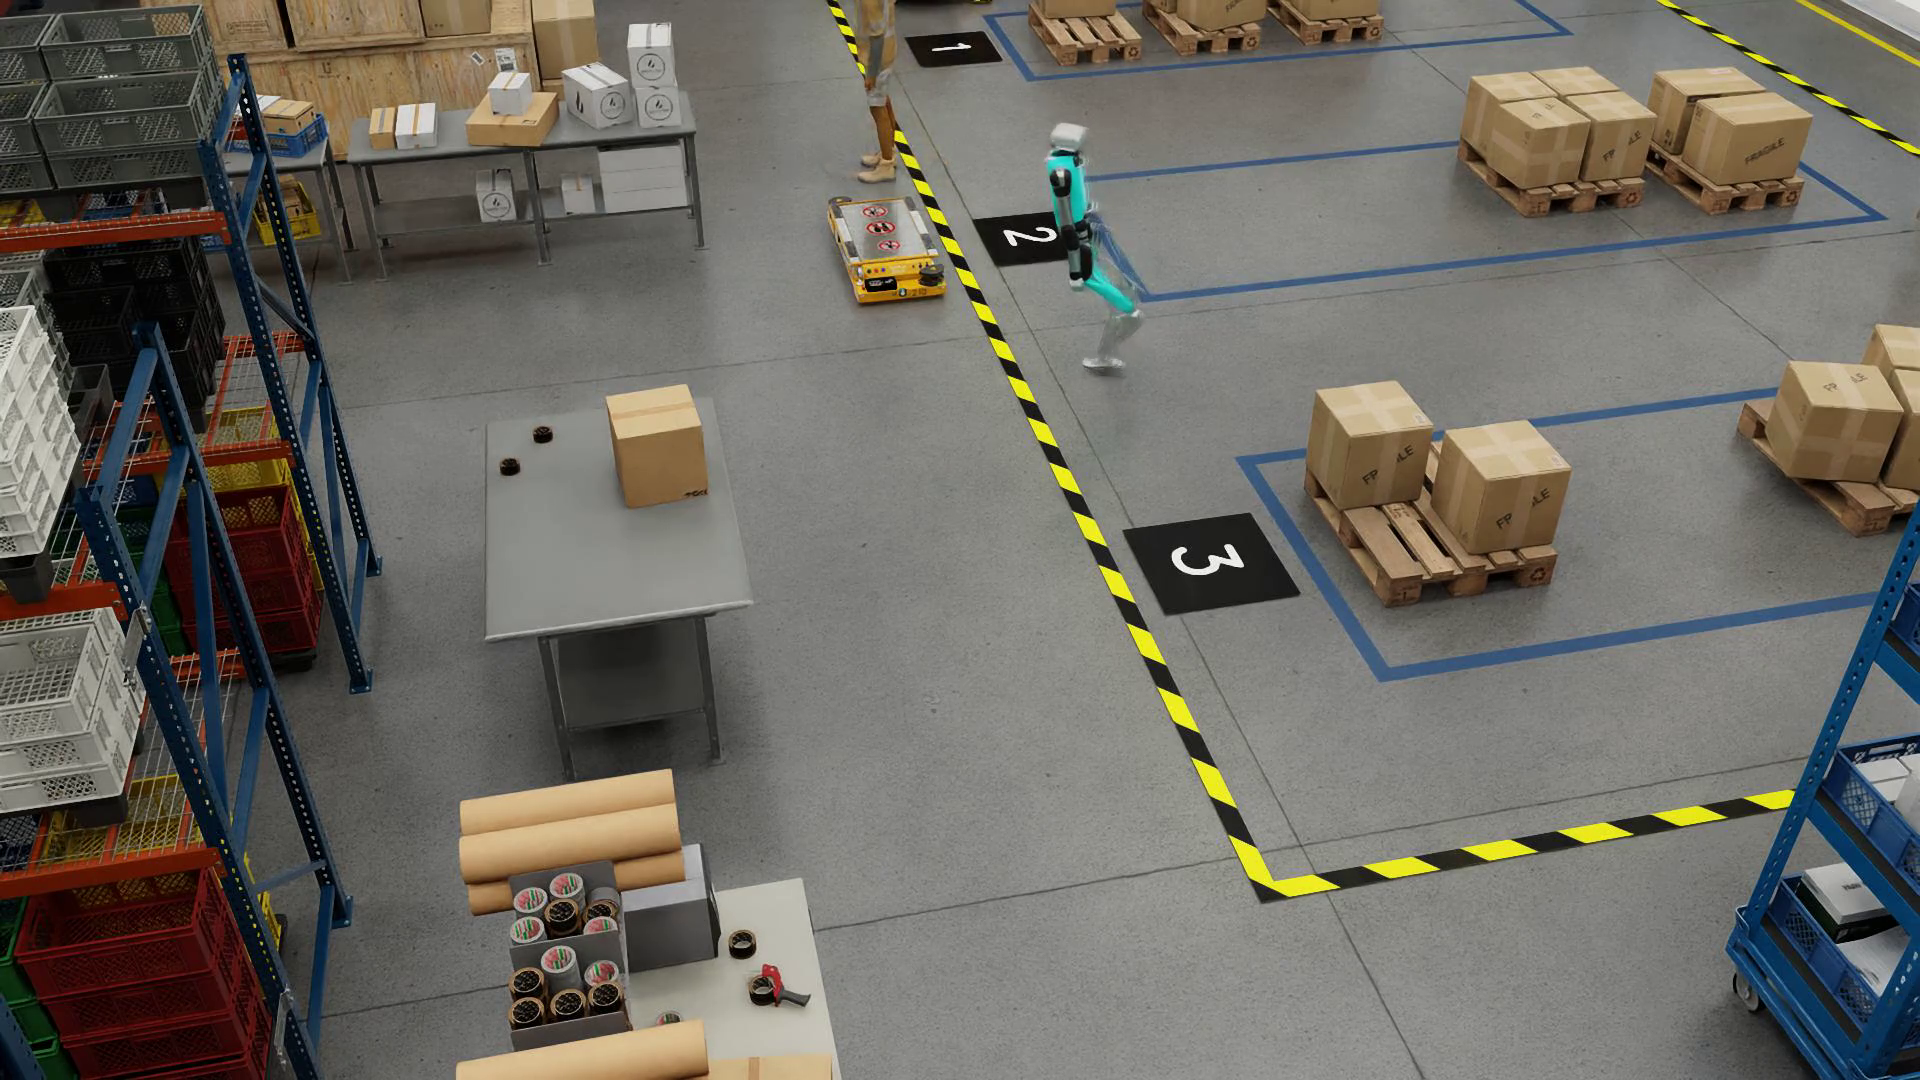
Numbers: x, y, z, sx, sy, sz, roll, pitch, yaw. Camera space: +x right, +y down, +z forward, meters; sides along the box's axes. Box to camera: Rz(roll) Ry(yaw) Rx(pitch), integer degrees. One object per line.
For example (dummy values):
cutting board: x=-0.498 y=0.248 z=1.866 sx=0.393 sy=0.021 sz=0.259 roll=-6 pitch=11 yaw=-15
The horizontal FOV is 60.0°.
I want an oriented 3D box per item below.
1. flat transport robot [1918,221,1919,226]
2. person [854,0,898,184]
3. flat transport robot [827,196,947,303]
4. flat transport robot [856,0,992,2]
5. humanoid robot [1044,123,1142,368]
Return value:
flat transport robot: x=7.962 y=-2.168 z=12.444 sx=0.652 sy=0.197 sz=1.431 roll=-8 pitch=37 yaw=-11
person: x=-0.701 y=-3.848 z=13.242 sx=0.390 sy=2.040 sz=0.613 roll=3 pitch=37 yaw=4
flat transport robot: x=-0.570 y=-2.220 z=12.538 sx=0.659 sy=0.231 sz=1.431 roll=-8 pitch=37 yaw=-10
flat transport robot: x=-0.383 y=-5.819 z=17.351 sx=1.431 sy=0.197 sz=0.652 roll=0 pitch=37 yaw=1
humanoid robot: x=0.923 y=-1.807 z=10.795 sx=0.793 sy=1.826 sz=0.554 roll=4 pitch=37 yaw=6
